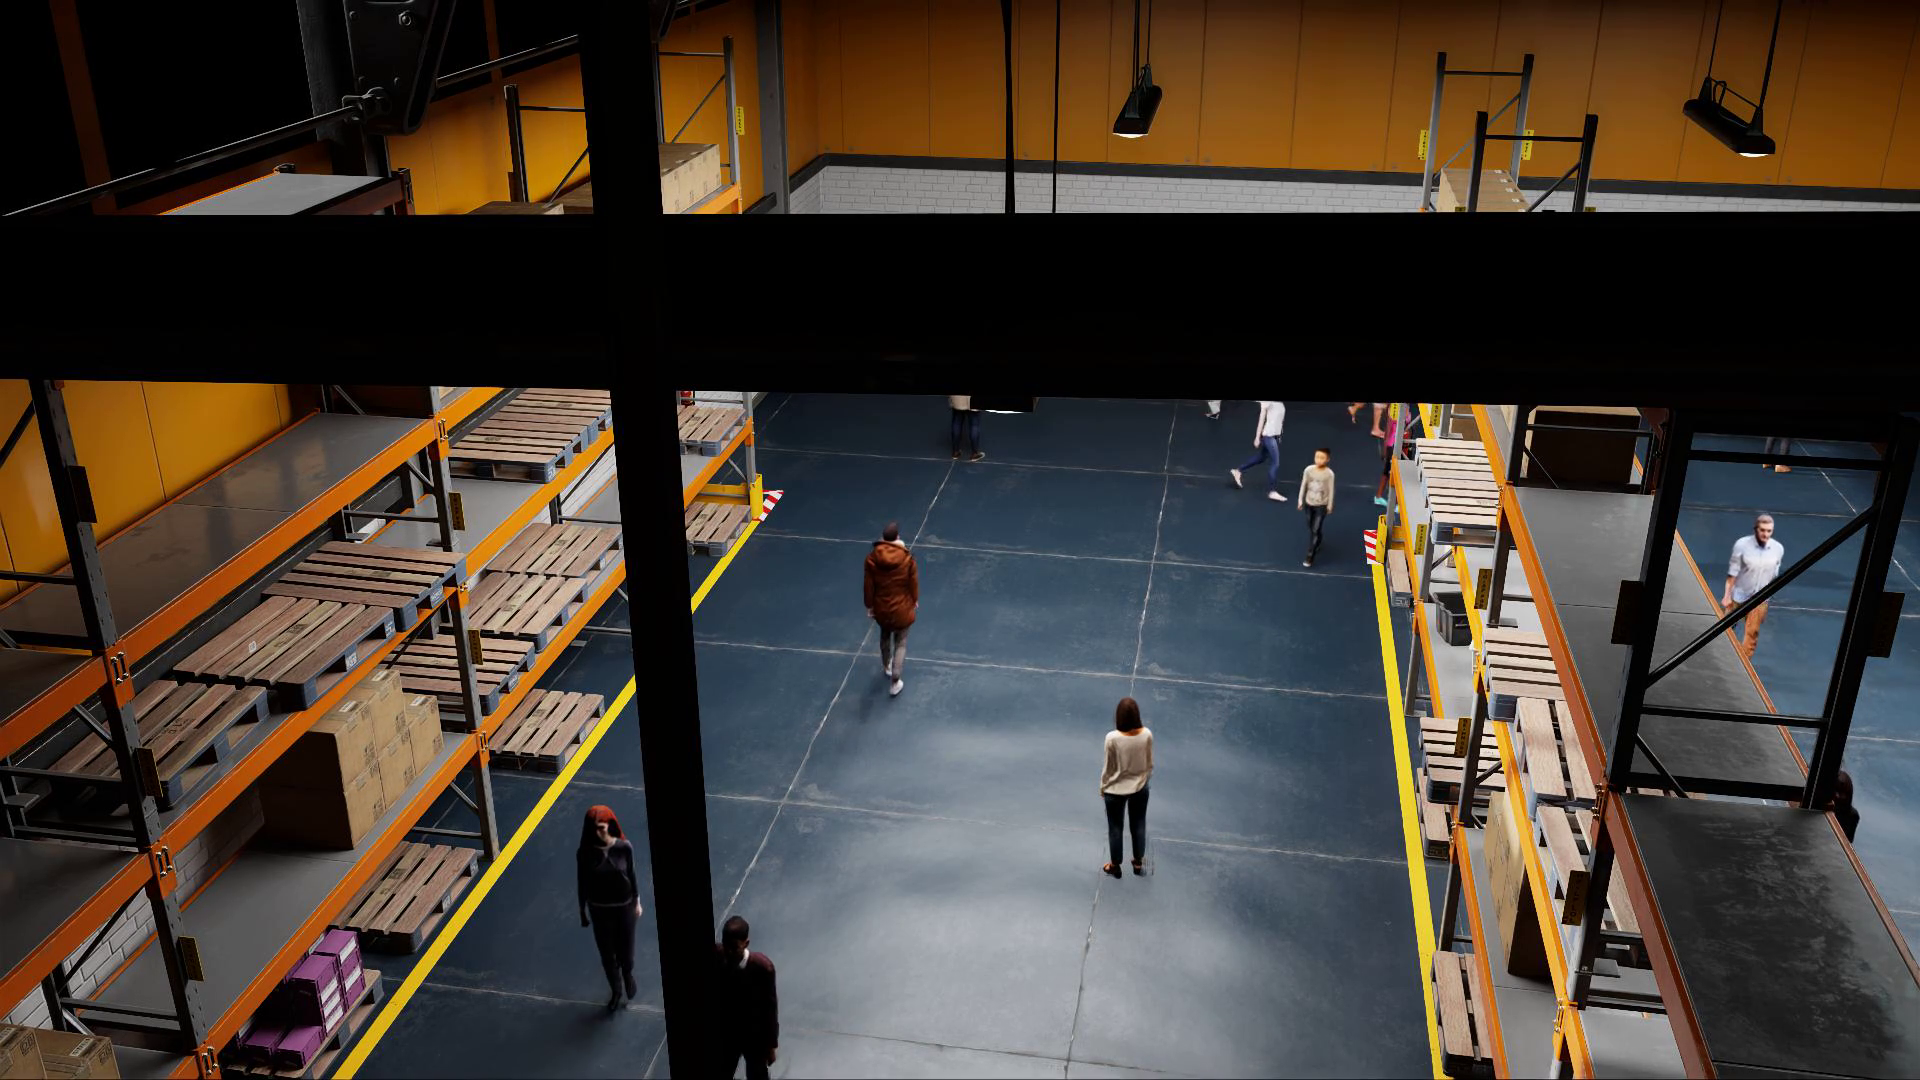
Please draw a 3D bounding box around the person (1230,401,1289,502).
[{"bbox_3d":[3.983,-1.370,21.948,0.940,1.700,1.115,15,28,31],"label":"person"}]

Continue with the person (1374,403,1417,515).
[{"bbox_3d":[5.573,-1.225,21.613,0.857,1.702,0.883,-22,32,-40],"label":"person"}]

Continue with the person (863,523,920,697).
[{"bbox_3d":[-0.706,0.739,16.985,0.703,1.811,0.884,6,24,13],"label":"person"}]

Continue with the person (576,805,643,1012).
[{"bbox_3d":[-2.614,2.723,12.505,0.668,1.763,0.661,-3,24,-6],"label":"person"}]

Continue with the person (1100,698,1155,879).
[{"bbox_3d":[1.407,2.092,14.053,0.698,1.680,0.681,-6,24,-14],"label":"person"}]

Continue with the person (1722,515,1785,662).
[{"bbox_3d":[8.255,0.535,17.464,0.713,1.800,1.067,3,24,7],"label":"person"}]

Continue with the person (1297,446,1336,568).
[{"bbox_3d":[4.350,-0.462,20.186,0.782,1.448,1.061,13,27,27],"label":"person"}]

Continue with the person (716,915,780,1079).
[{"bbox_3d":[-1.424,3.253,11.182,0.759,1.851,0.715,8,25,18],"label":"person"}]
